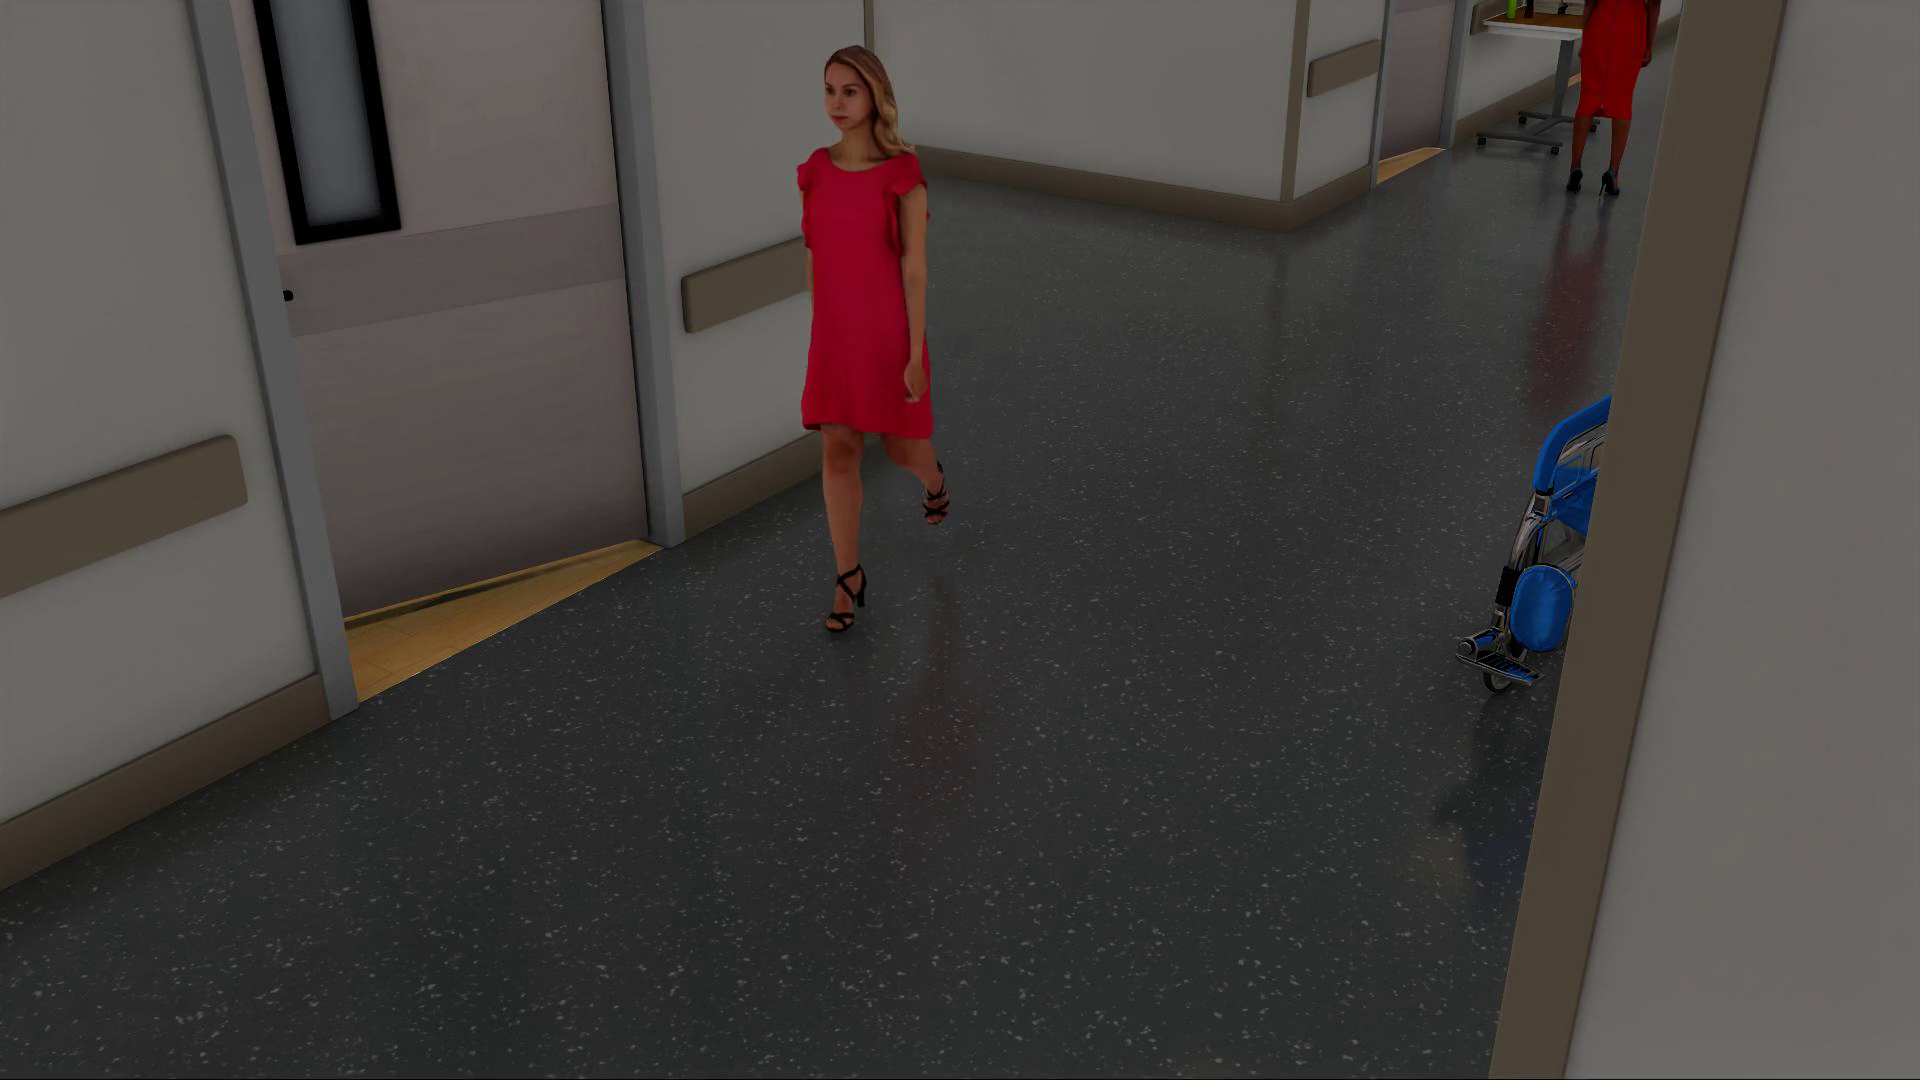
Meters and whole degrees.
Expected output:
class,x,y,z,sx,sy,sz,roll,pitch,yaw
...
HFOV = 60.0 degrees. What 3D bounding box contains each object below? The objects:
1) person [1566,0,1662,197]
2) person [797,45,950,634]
class,x,y,z,sx,sy,sz,roll,pitch,yaw
person,3.804,-2.889,9.668,0.588,1.744,0.527,13,29,25
person,-0.224,-0.602,4.976,0.747,1.699,1.041,9,27,18
